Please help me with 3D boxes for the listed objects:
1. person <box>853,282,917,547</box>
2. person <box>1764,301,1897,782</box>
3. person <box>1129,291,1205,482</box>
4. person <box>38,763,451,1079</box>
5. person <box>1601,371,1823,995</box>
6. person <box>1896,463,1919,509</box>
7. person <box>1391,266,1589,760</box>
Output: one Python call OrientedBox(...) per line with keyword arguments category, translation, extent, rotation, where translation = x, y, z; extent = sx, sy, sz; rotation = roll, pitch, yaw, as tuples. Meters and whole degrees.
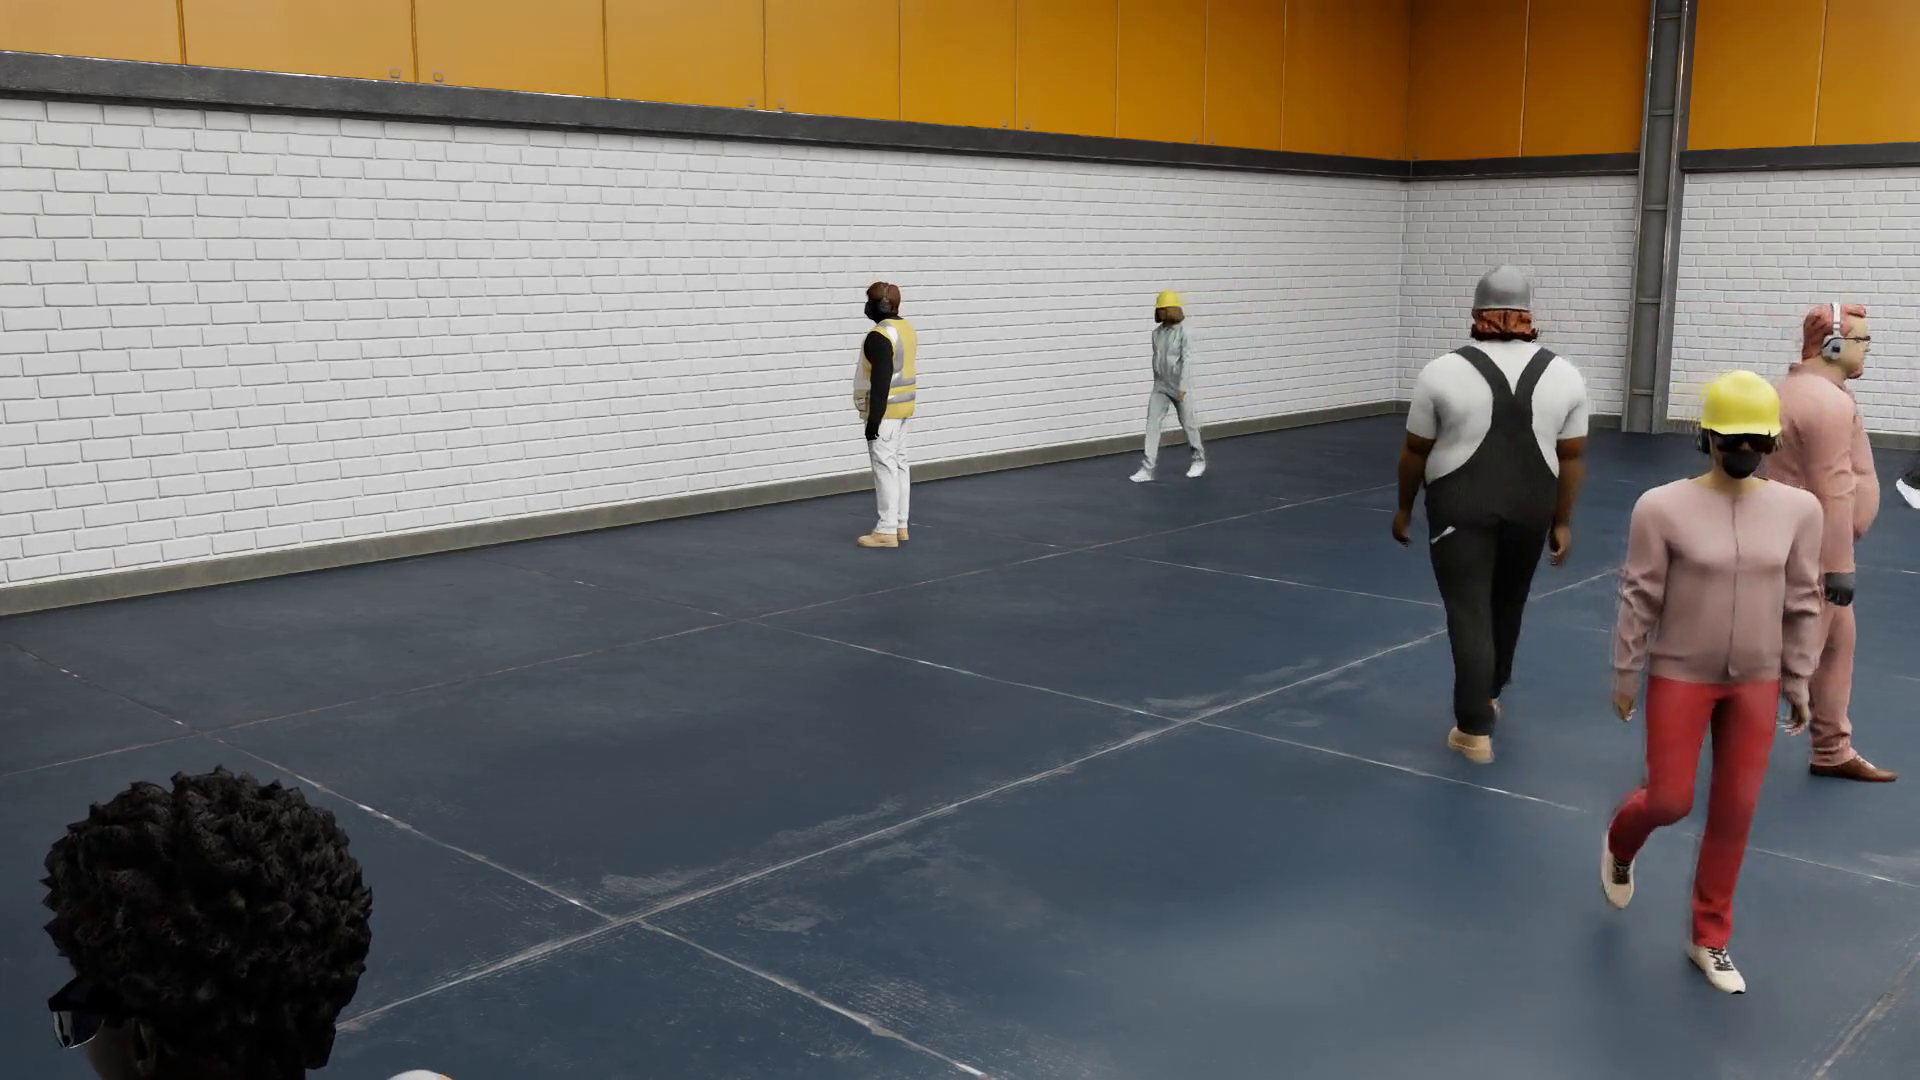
OrientedBox(category="person", translation=(-0.530, -0.875, 11.629), extent=(0.429, 1.842, 0.634), rotation=(3, 10, 16))
OrientedBox(category="person", translation=(3.210, 0.023, 6.409), extent=(0.830, 1.882, 0.641), rotation=(4, 11, 20))
OrientedBox(category="person", translation=(1.915, -1.385, 14.937), extent=(0.892, 1.701, 0.494), rotation=(-10, 14, -44))
OrientedBox(category="person", translation=(-0.528, 1.009, 1.333), extent=(0.318, 1.691, 0.534), rotation=(3, 10, 15))
OrientedBox(category="person", translation=(2.140, 0.377, 4.789), extent=(0.526, 1.748, 0.540), rotation=(0, 10, 3))
OrientedBox(category="person", translation=(7.860, -1.125, 12.933), extent=(0.599, 1.892, 0.899), rotation=(-6, 12, -31))
OrientedBox(category="person", translation=(2.189, -0.166, 7.024), extent=(0.696, 2.000, 1.006), rotation=(0, 10, 0))
